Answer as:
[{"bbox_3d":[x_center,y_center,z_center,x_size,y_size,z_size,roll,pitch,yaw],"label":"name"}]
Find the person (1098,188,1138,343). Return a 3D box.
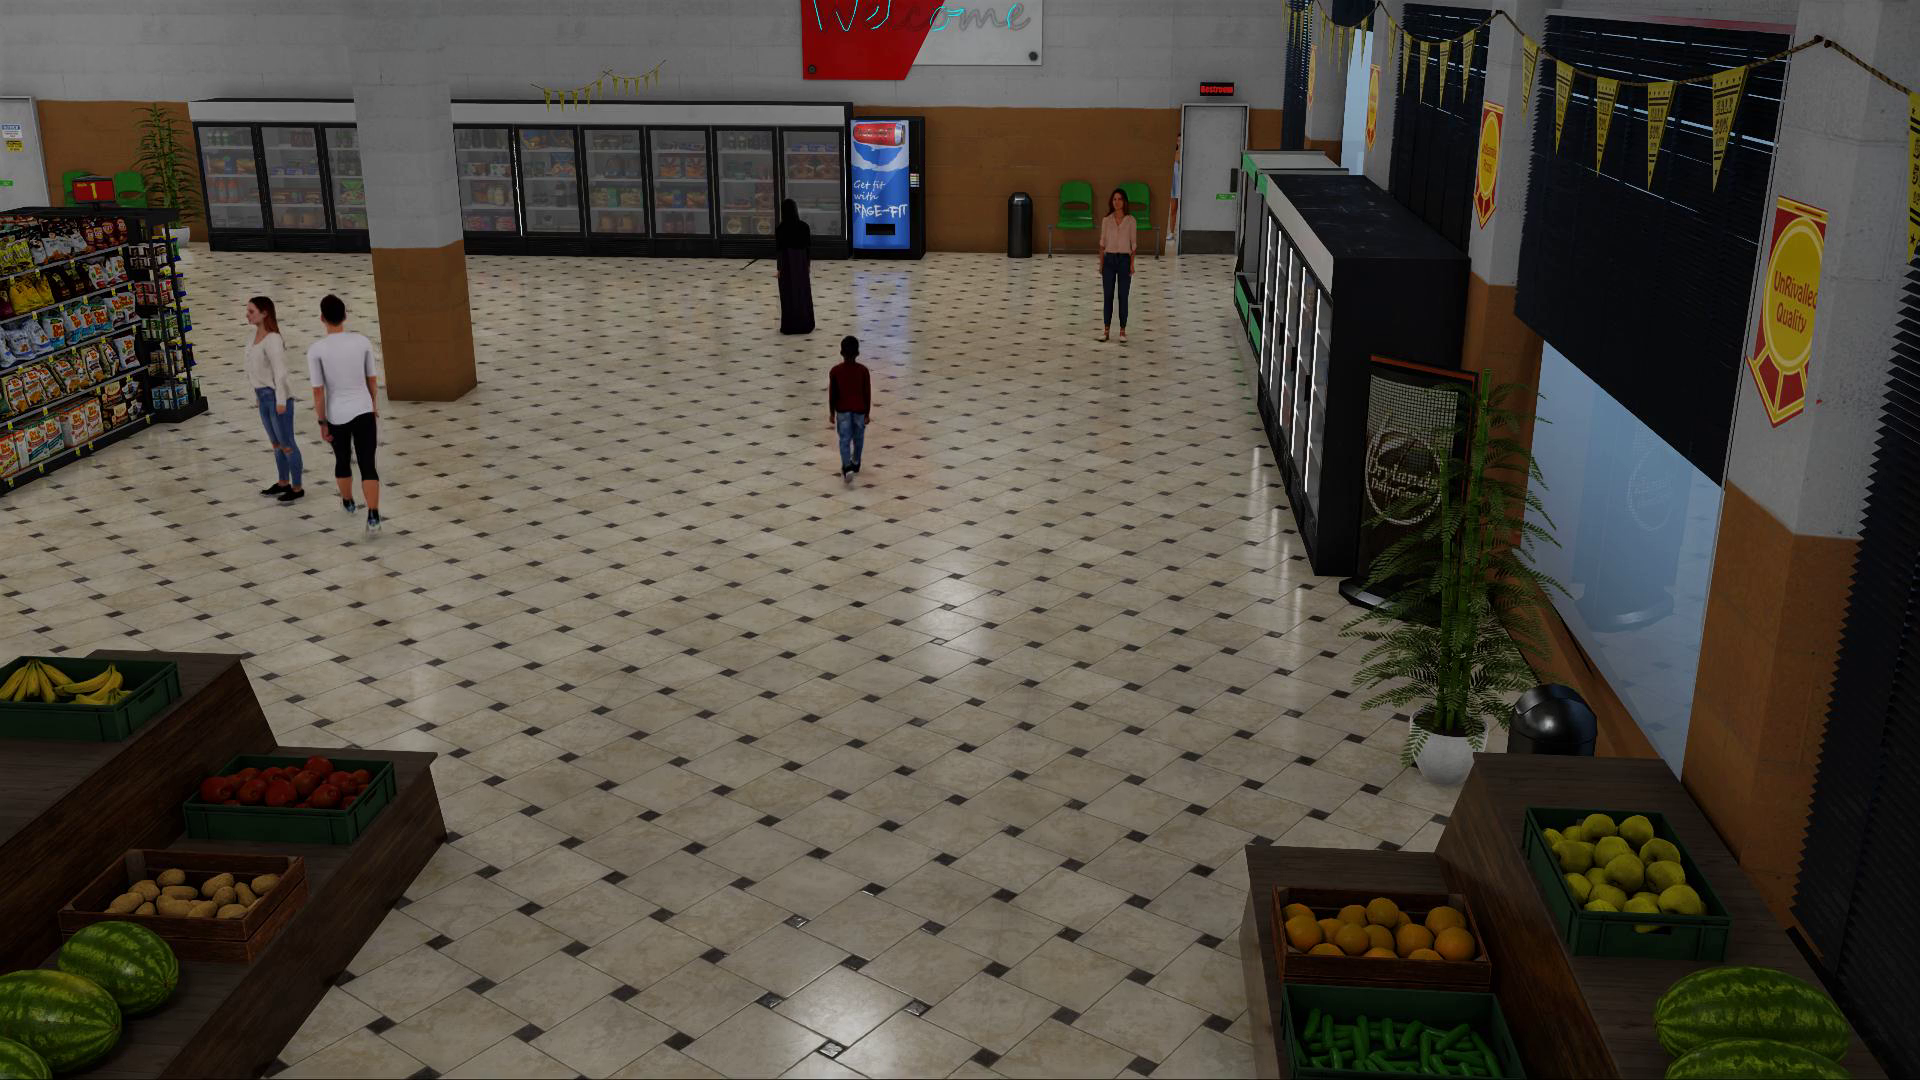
[{"bbox_3d":[1.853,-3.240,19.594,0.610,1.792,0.553,4,19,11],"label":"person"}]

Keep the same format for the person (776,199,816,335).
[{"bbox_3d":[-2.009,-3.306,20.069,0.702,1.615,0.727,-8,20,-22],"label":"person"}]

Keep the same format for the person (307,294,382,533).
[{"bbox_3d":[-4.618,-0.918,12.682,1.096,1.811,1.309,-10,21,-27],"label":"person"}]

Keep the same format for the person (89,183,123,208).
[{"bbox_3d":[-10.907,-3.781,21.350,0.882,1.697,0.969,-13,22,-33],"label":"person"}]

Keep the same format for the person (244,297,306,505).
[{"bbox_3d":[-5.575,-1.146,13.543,0.751,1.691,0.703,-17,25,-41],"label":"person"}]

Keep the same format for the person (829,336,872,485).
[{"bbox_3d":[-0.922,-1.091,14.089,0.630,1.237,0.899,-3,19,-9],"label":"person"}]
